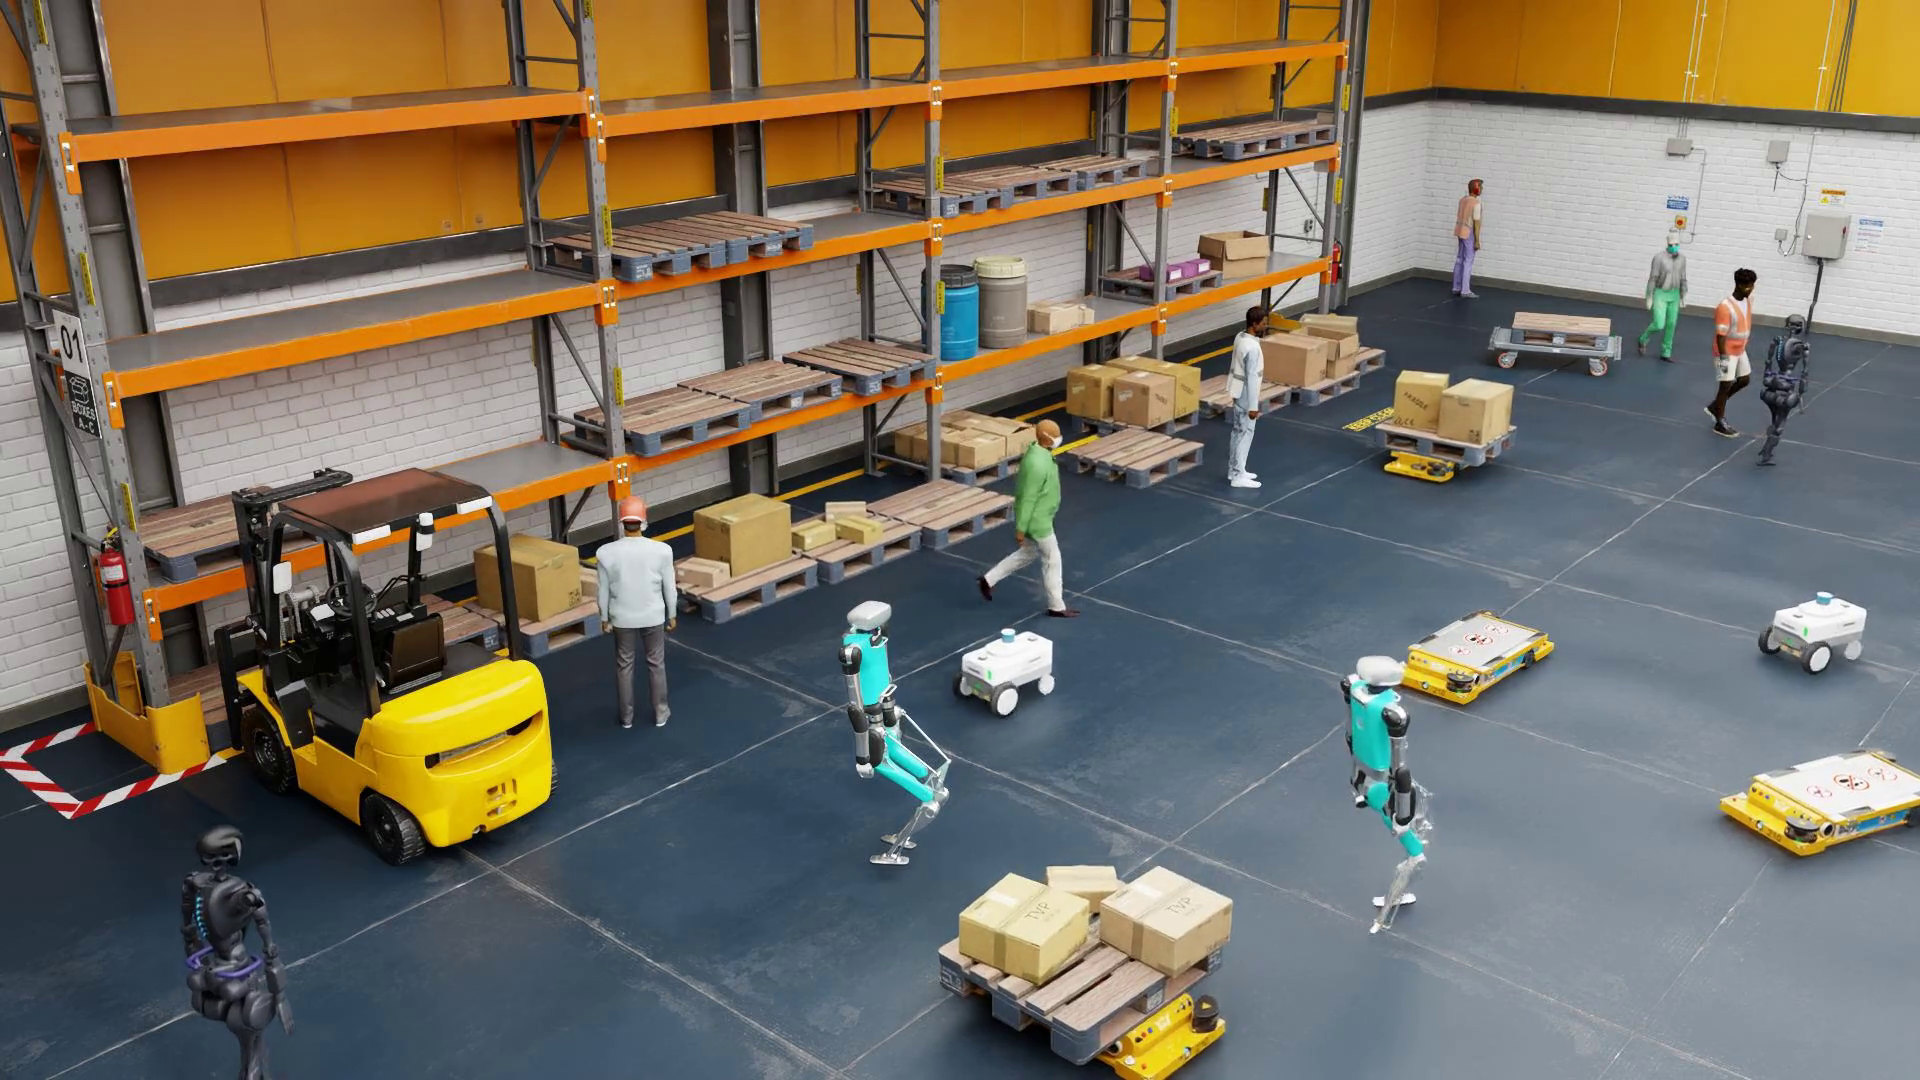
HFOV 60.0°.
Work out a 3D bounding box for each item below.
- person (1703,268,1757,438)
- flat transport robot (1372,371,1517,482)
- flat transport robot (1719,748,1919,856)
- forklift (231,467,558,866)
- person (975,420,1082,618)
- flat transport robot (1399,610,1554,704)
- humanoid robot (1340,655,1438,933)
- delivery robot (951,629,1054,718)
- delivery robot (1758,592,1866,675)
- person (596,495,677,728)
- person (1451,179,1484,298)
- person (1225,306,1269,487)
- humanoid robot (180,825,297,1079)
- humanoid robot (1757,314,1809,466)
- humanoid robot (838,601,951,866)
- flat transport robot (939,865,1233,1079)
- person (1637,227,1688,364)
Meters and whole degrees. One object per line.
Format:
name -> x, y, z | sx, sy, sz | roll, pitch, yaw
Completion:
person -> 8.792, -2.160, 18.990 | 0.681, 1.945, 0.645 | -13, 24, -31
flat transport robot -> 5.238, -0.926, 18.060 | 0.659, 0.231, 1.431 | 16, 26, 37
flat transport robot -> 5.784, 1.708, 10.924 | 1.431, 0.231, 0.659 | -9, 22, -22
forklift -> -3.730, 0.710, 10.856 | 2.313, 2.155, 1.214 | 17, 26, 38
person -> 0.582, -0.182, 13.917 | 0.842, 1.747, 0.530 | 0, 20, 1
flat transport robot -> 4.040, 0.908, 13.092 | 1.431, 0.231, 0.659 | -19, 27, -41
humanoid robot -> 2.565, 1.459, 9.526 | 0.846, 1.796, 0.537 | -8, 22, -20
delivery robot -> 0.340, 0.979, 12.514 | 0.803, 0.614, 0.499 | -17, 26, -39
delivery robot -> 6.805, 0.716, 13.212 | 0.807, 0.603, 0.499 | -9, 22, -22
person -> -2.322, 0.522, 12.011 | 0.570, 1.740, 0.351 | -3, 21, -9
person -> 7.968, -4.731, 26.094 | 0.387, 1.845, 0.566 | -5, 21, -13
person -> 2.962, -1.481, 17.206 | 0.411, 1.908, 0.596 | -1, 20, -4
humanoid robot -> -3.396, 2.087, 7.877 | 0.609, 1.636, 0.603 | 8, 22, 22
humanoid robot -> 8.849, -1.617, 17.898 | 0.381, 1.642, 0.584 | -8, 22, -21
humanoid robot -> -0.334, 1.191, 10.016 | 0.735, 1.673, 0.533 | 7, 21, 18
flat transport robot -> 0.652, 2.432, 8.962 | 1.431, 0.231, 0.659 | 19, 27, 41
person -> 9.376, -3.252, 22.119 | 0.565, 1.828, 0.459 | -6, 21, -15
